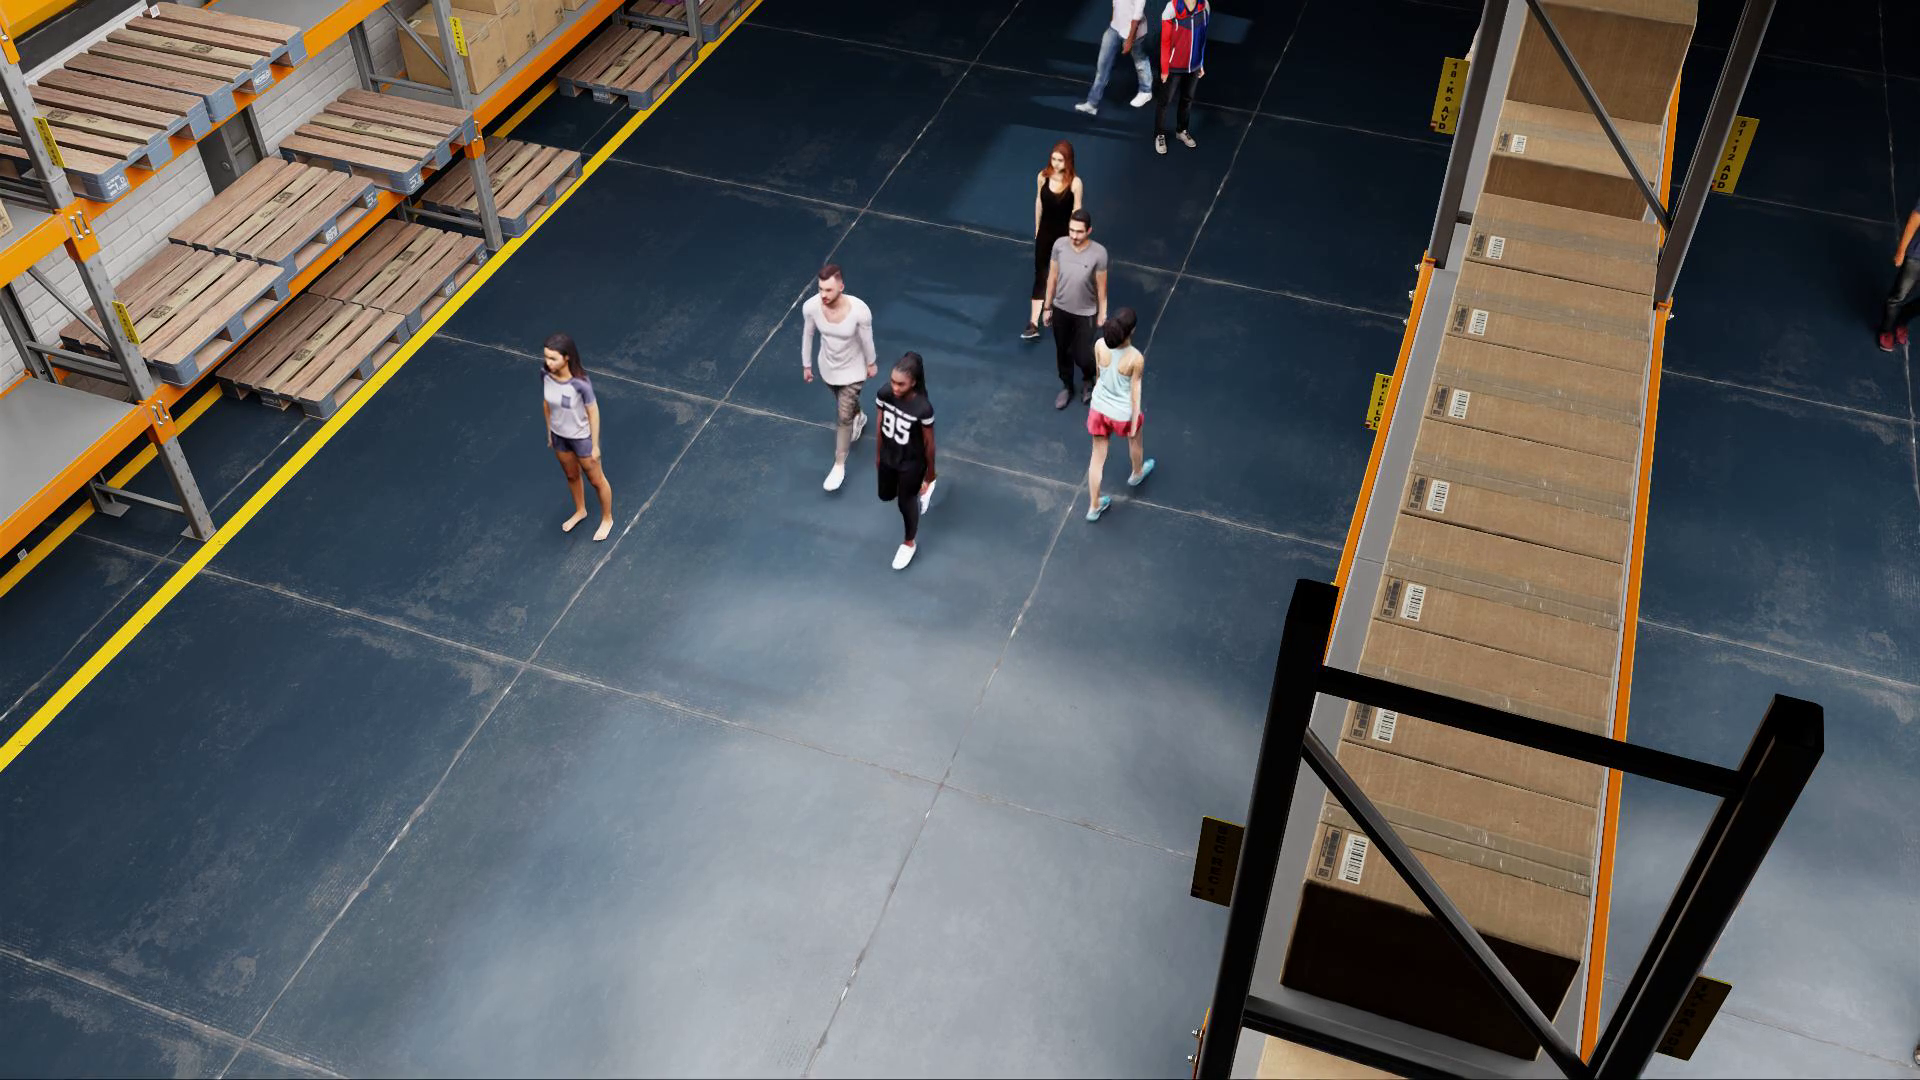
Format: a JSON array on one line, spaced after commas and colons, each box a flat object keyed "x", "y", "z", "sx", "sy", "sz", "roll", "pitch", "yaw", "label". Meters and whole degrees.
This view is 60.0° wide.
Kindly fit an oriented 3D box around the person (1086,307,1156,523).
[{"x": 1.050, "y": -0.857, "z": 11.788, "sx": 0.704, "sy": 1.741, "sz": 1.034, "roll": 22, "pitch": 48, "yaw": 22, "label": "person"}]

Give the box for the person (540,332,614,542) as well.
[{"x": -2.700, "y": -0.735, "z": 11.665, "sx": 0.592, "sy": 1.734, "sz": 0.523, "roll": 17, "pitch": 46, "yaw": 17, "label": "person"}]

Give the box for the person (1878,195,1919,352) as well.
[{"x": 7.736, "y": -2.348, "z": 13.308, "sx": 0.716, "sy": 1.804, "sz": 0.669, "roll": 8, "pitch": 44, "yaw": 8, "label": "person"}]

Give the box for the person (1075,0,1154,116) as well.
[{"x": 1.696, "y": -4.965, "z": 16.089, "sx": 1.266, "sy": 1.757, "sz": 0.995, "roll": -34, "pitch": 53, "yaw": -30, "label": "person"}]

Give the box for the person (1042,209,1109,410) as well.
[{"x": 0.917, "y": -1.815, "z": 12.793, "sx": 0.653, "sy": 1.743, "sz": 0.670, "roll": 18, "pitch": 46, "yaw": 18, "label": "person"}]

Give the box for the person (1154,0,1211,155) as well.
[{"x": 2.081, "y": -4.507, "z": 15.605, "sx": 0.721, "sy": 1.760, "sz": 0.765, "roll": -15, "pitch": 46, "yaw": -15, "label": "person"}]

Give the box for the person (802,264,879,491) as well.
[{"x": -0.840, "y": -1.328, "z": 12.246, "sx": 0.664, "sy": 1.791, "sz": 1.128, "roll": 13, "pitch": 45, "yaw": 14, "label": "person"}]

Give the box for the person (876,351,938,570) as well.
[{"x": -0.340, "y": -0.605, "z": 11.544, "sx": 0.731, "sy": 1.713, "sz": 0.934, "roll": 24, "pitch": 49, "yaw": 23, "label": "person"}]

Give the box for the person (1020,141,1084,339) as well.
[{"x": 0.851, "y": -2.516, "z": 13.567, "sx": 0.648, "sy": 1.689, "sz": 1.107, "roll": 18, "pitch": 46, "yaw": 18, "label": "person"}]
